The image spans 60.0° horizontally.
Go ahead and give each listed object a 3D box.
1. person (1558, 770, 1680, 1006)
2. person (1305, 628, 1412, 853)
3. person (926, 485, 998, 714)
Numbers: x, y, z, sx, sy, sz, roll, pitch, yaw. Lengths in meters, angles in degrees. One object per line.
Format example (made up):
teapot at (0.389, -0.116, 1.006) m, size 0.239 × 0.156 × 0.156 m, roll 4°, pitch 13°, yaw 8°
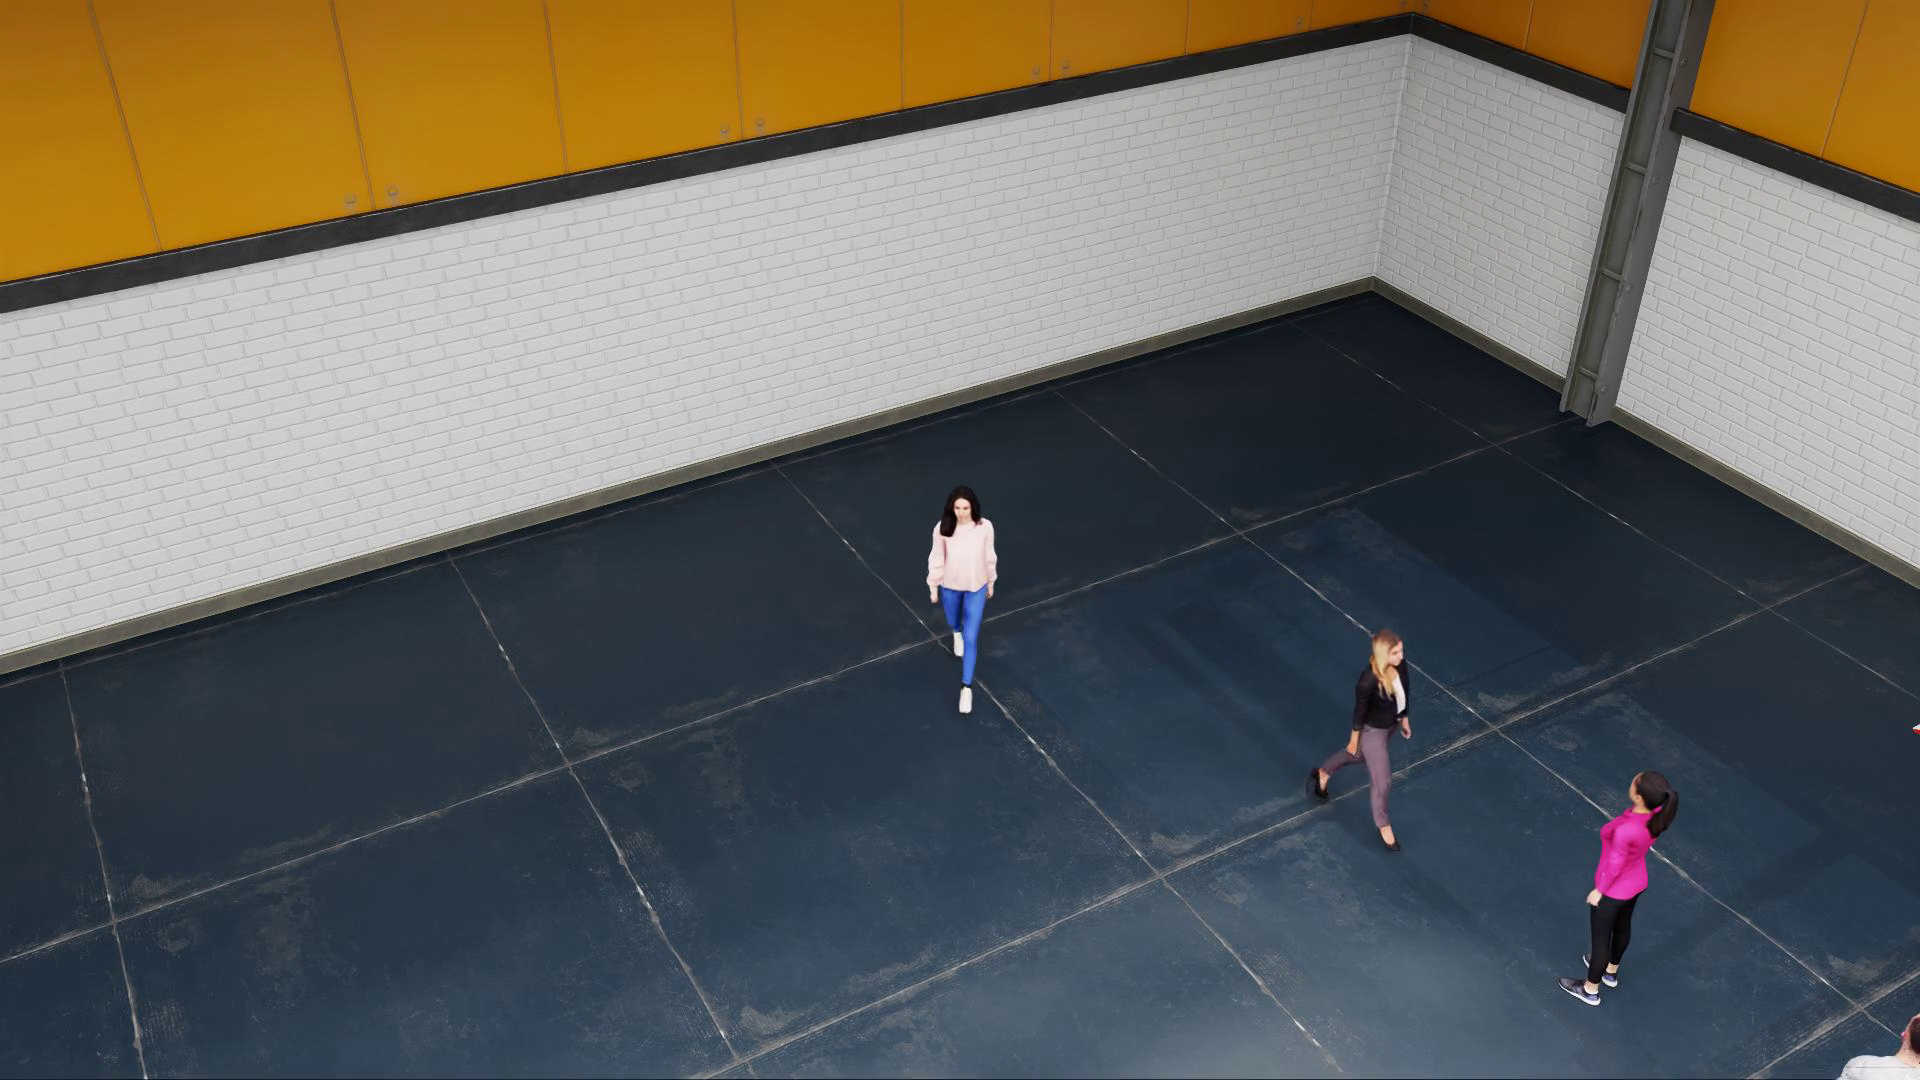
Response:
person at (3.851, 2.007, 9.672) m, size 0.617 × 1.699 × 0.615 m, roll -25°, pitch 41°, yaw -32°
person at (2.647, 1.227, 10.901) m, size 1.096 × 1.637 × 0.802 m, roll 28°, pitch 43°, yaw 35°
person at (0.024, 0.315, 12.186) m, size 1.079 × 1.734 × 1.263 m, roll 2°, pitch 34°, yaw 3°
